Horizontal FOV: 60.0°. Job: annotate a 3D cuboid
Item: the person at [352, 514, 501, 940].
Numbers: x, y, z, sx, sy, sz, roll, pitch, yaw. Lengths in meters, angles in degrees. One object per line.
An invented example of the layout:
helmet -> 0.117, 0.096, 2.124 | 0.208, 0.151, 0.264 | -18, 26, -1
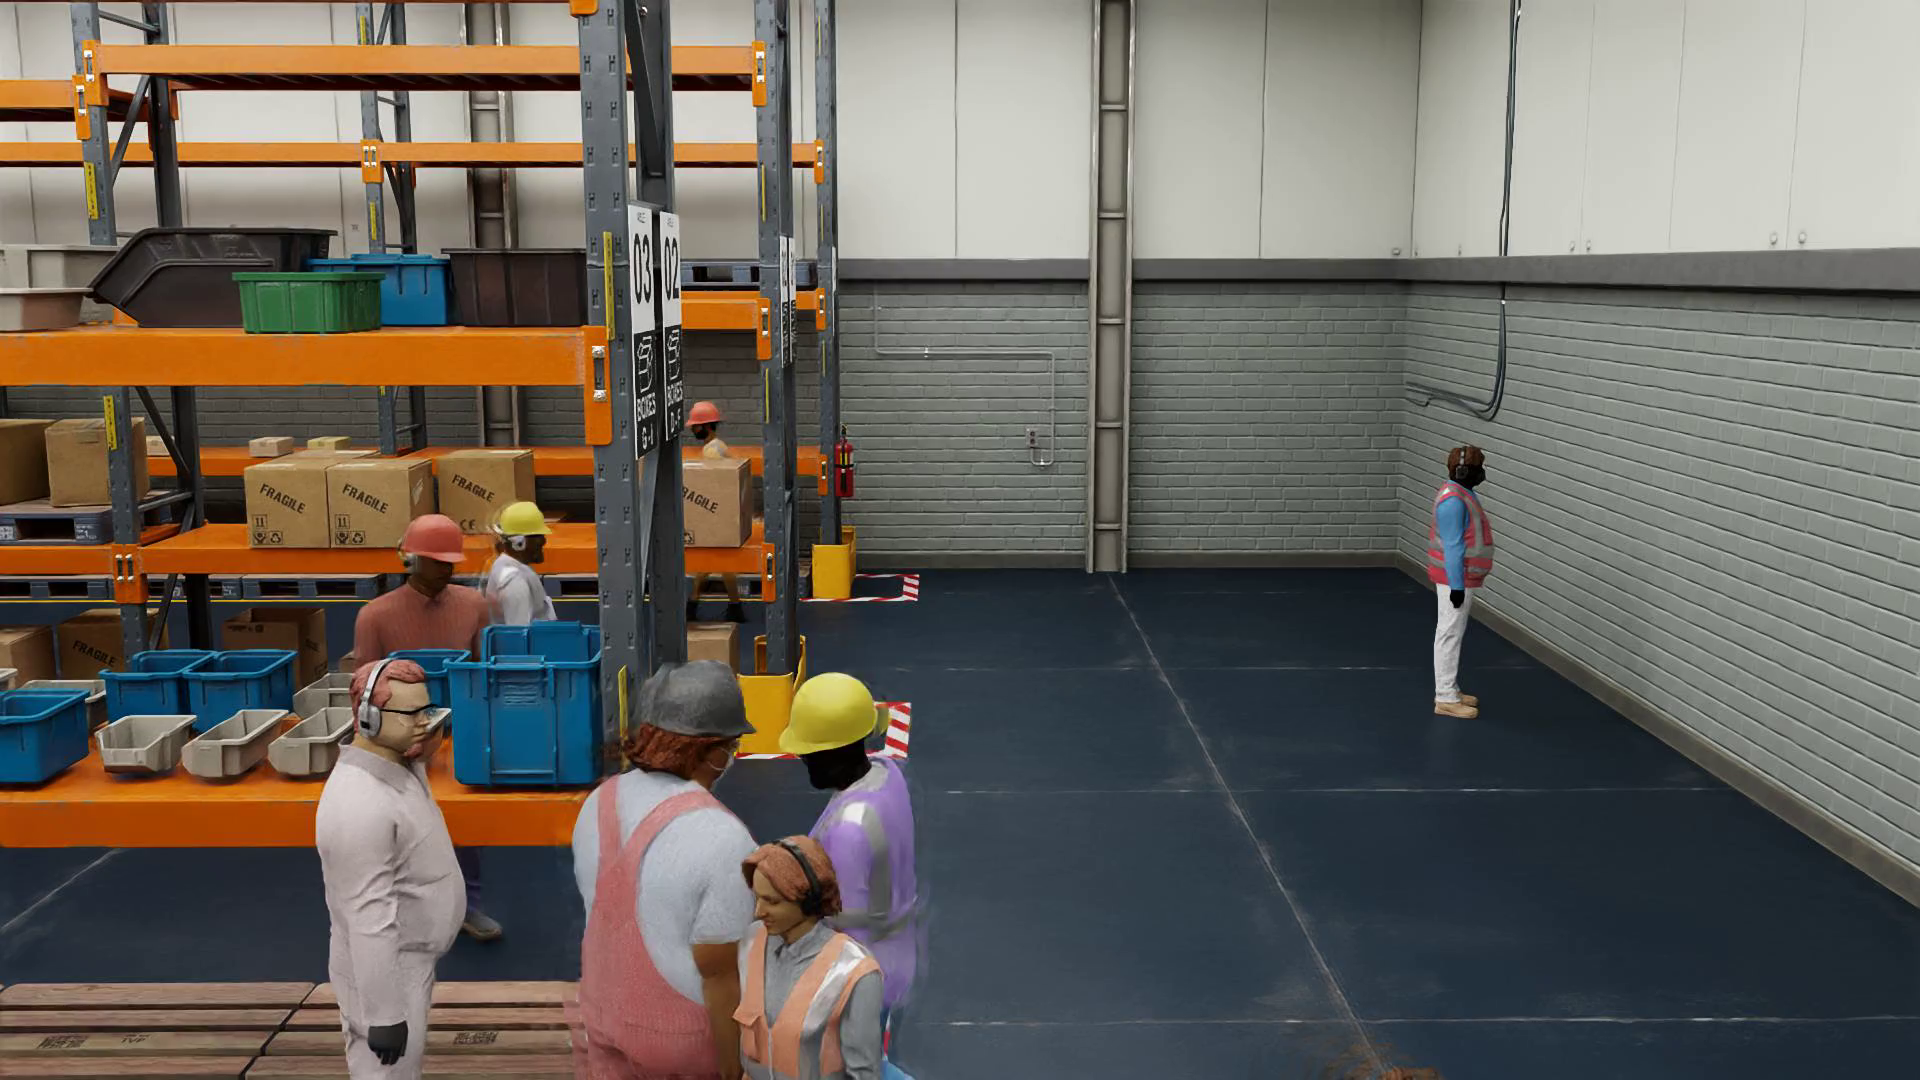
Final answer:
person -> -2.351, 0.865, 7.295 | 0.735, 1.983, 0.441 | -7, 12, -38

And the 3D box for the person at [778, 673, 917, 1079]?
person -> -0.244, 1.296, 4.939 | 0.738, 1.887, 0.627 | 2, 10, 15

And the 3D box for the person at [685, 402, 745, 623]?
person -> -2.171, -0.212, 14.140 | 0.646, 1.925, 0.568 | -1, 9, -6

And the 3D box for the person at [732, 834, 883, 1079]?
person -> -0.391, 1.538, 4.257 | 0.525, 1.632, 0.317 | 8, 12, 39

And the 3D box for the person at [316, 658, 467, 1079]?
person -> -1.669, 1.286, 4.965 | 0.399, 1.905, 0.643 | -2, 10, -14

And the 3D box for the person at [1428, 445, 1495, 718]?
person -> 3.418, 0.273, 11.362 | 0.429, 1.844, 0.621 | 3, 10, 19
